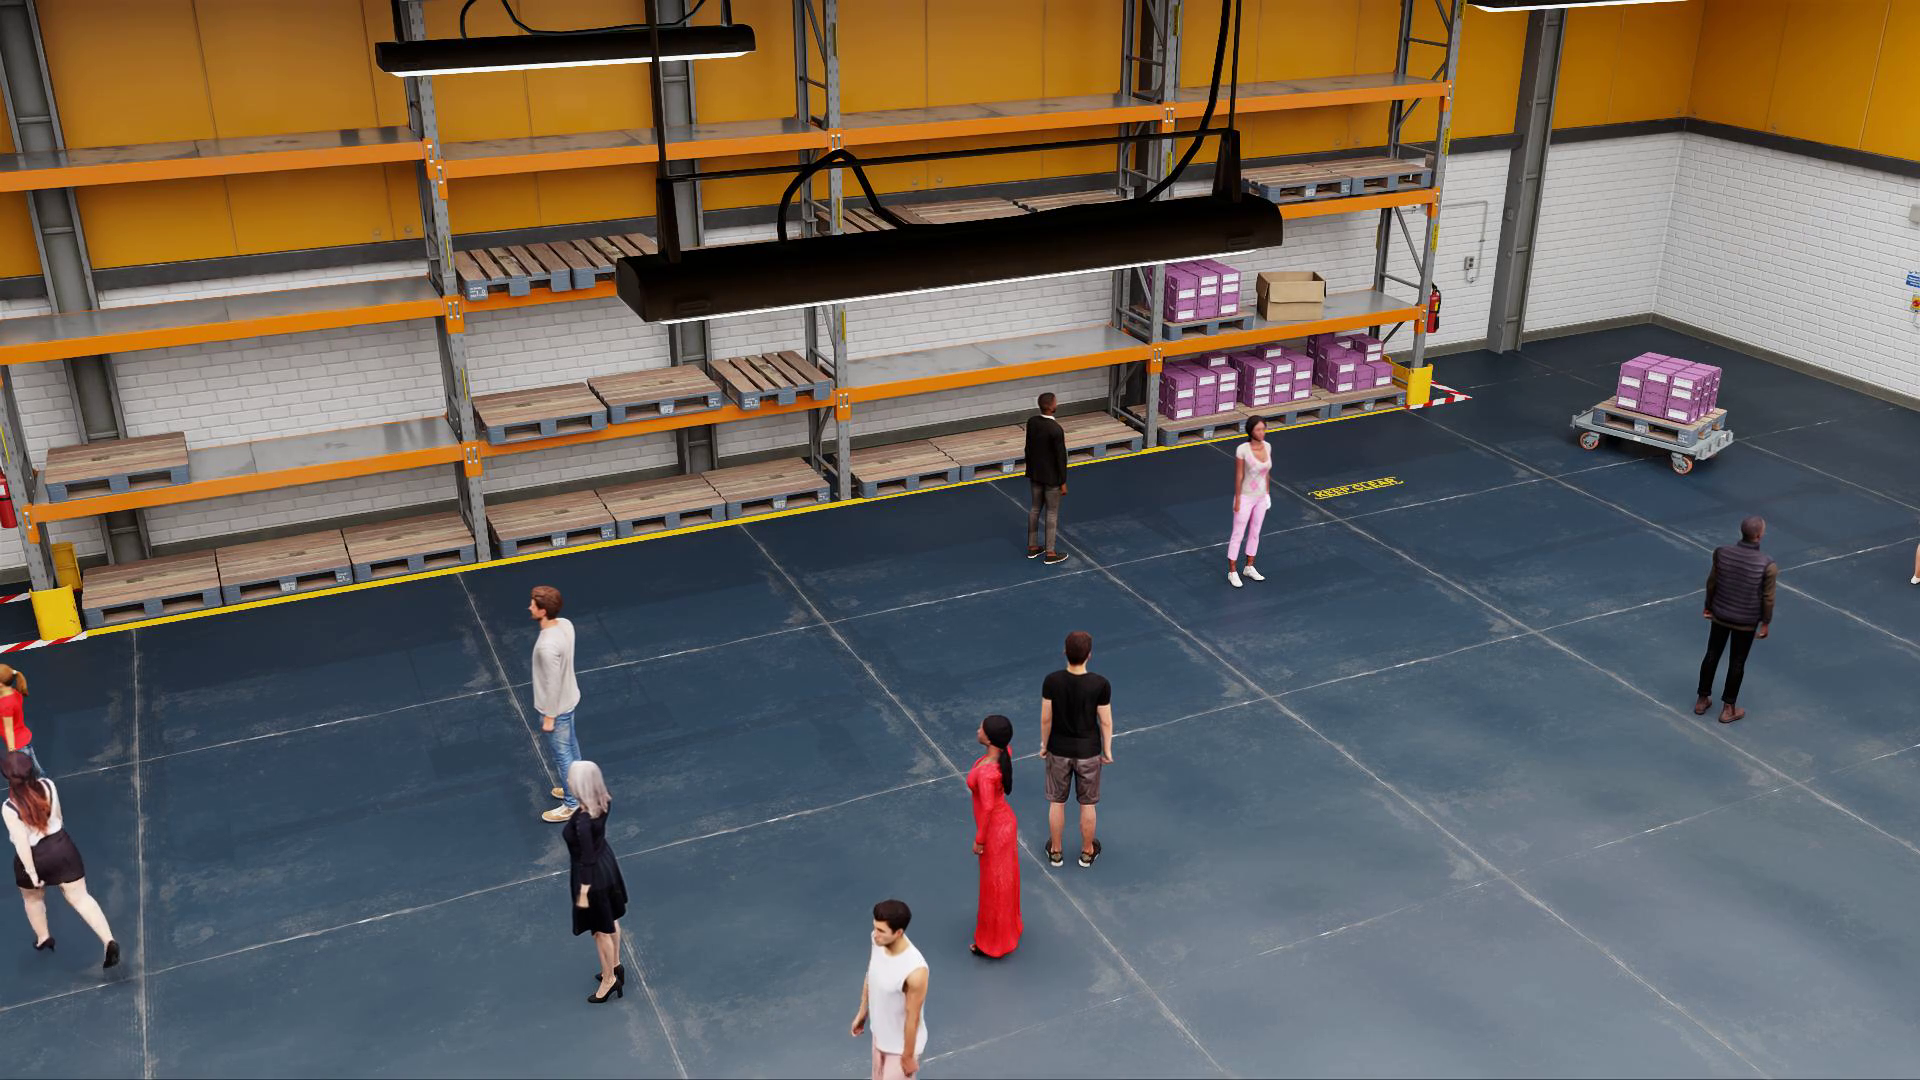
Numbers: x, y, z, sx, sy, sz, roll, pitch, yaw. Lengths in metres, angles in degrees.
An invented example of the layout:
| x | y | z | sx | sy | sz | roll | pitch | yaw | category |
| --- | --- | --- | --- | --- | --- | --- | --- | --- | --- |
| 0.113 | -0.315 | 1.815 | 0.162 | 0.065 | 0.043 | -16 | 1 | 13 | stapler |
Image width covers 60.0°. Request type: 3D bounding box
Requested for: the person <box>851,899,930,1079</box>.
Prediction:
| x | y | z | sx | sy | sz | roll | pitch | yaw | category |
| --- | --- | --- | --- | --- | --- | --- | --- | --- | --- |
| -0.327 | 2.714 | 9.257 | 0.616 | 1.781 | 0.651 | -12 | 26 | -25 | person |

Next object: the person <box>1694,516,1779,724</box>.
| x | y | z | sx | sy | sz | roll | pitch | yaw | category |
| --- | --- | --- | --- | --- | --- | --- | --- | --- | --- |
| 6.482 | 0.645 | 13.920 | 0.686 | 1.836 | 0.765 | -21 | 31 | -39 | person |

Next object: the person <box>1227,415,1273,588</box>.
| x | y | z | sx | sy | sz | roll | pitch | yaw | category |
| --- | --- | --- | --- | --- | --- | --- | --- | --- | --- |
| 2.871 | -0.403 | 16.437 | 0.464 | 1.740 | 0.647 | -13 | 27 | -26 | person |

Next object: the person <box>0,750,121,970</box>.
| x | y | z | sx | sy | sz | roll | pitch | yaw | category |
| --- | --- | --- | --- | --- | --- | --- | --- | --- | --- |
| -5.879 | 2.116 | 10.834 | 1.043 | 1.613 | 1.062 | 12 | 26 | 25 | person |

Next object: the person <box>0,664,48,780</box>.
| x | y | z | sx | sy | sz | roll | pitch | yaw | category |
| --- | --- | --- | --- | --- | --- | --- | --- | --- | --- |
| -7.098 | 1.524 | 12.568 | 0.495 | 1.308 | 0.494 | -8 | 25 | -17 | person |

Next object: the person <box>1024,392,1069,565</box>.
| x | y | z | sx | sy | sz | roll | pitch | yaw | category |
| --- | --- | --- | --- | --- | --- | --- | --- | --- | --- |
| 0.874 | -0.643 | 16.911 | 0.671 | 1.800 | 0.731 | -21 | 31 | -40 | person |

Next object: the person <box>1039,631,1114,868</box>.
| x | y | z | sx | sy | sz | roll | pitch | yaw | category |
| --- | --- | --- | --- | --- | --- | --- | --- | --- | --- |
| 0.811 | 1.499 | 11.936 | 0.709 | 1.861 | 0.833 | 3 | 24 | 6 | person |

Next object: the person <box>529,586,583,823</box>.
| x | y | z | sx | sy | sz | roll | pitch | yaw | category |
| --- | --- | --- | --- | --- | --- | --- | --- | --- | --- |
| -3.025 | 1.218 | 12.524 | 0.728 | 1.904 | 0.752 | 0 | 24 | 0 | person |

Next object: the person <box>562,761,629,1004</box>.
| x | y | z | sx | sy | sz | roll | pitch | yaw | category |
| --- | --- | --- | --- | --- | --- | --- | --- | --- | --- |
| -2.327 | 2.159 | 10.568 | 0.713 | 1.746 | 0.697 | 1 | 24 | 2 | person |

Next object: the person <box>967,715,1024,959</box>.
| x | y | z | sx | sy | sz | roll | pitch | yaw | category |
| --- | --- | --- | --- | --- | --- | --- | --- | --- | --- |
| 0.234 | 1.946 | 11.009 | 0.777 | 1.784 | 0.726 | 7 | 24 | 15 | person |
